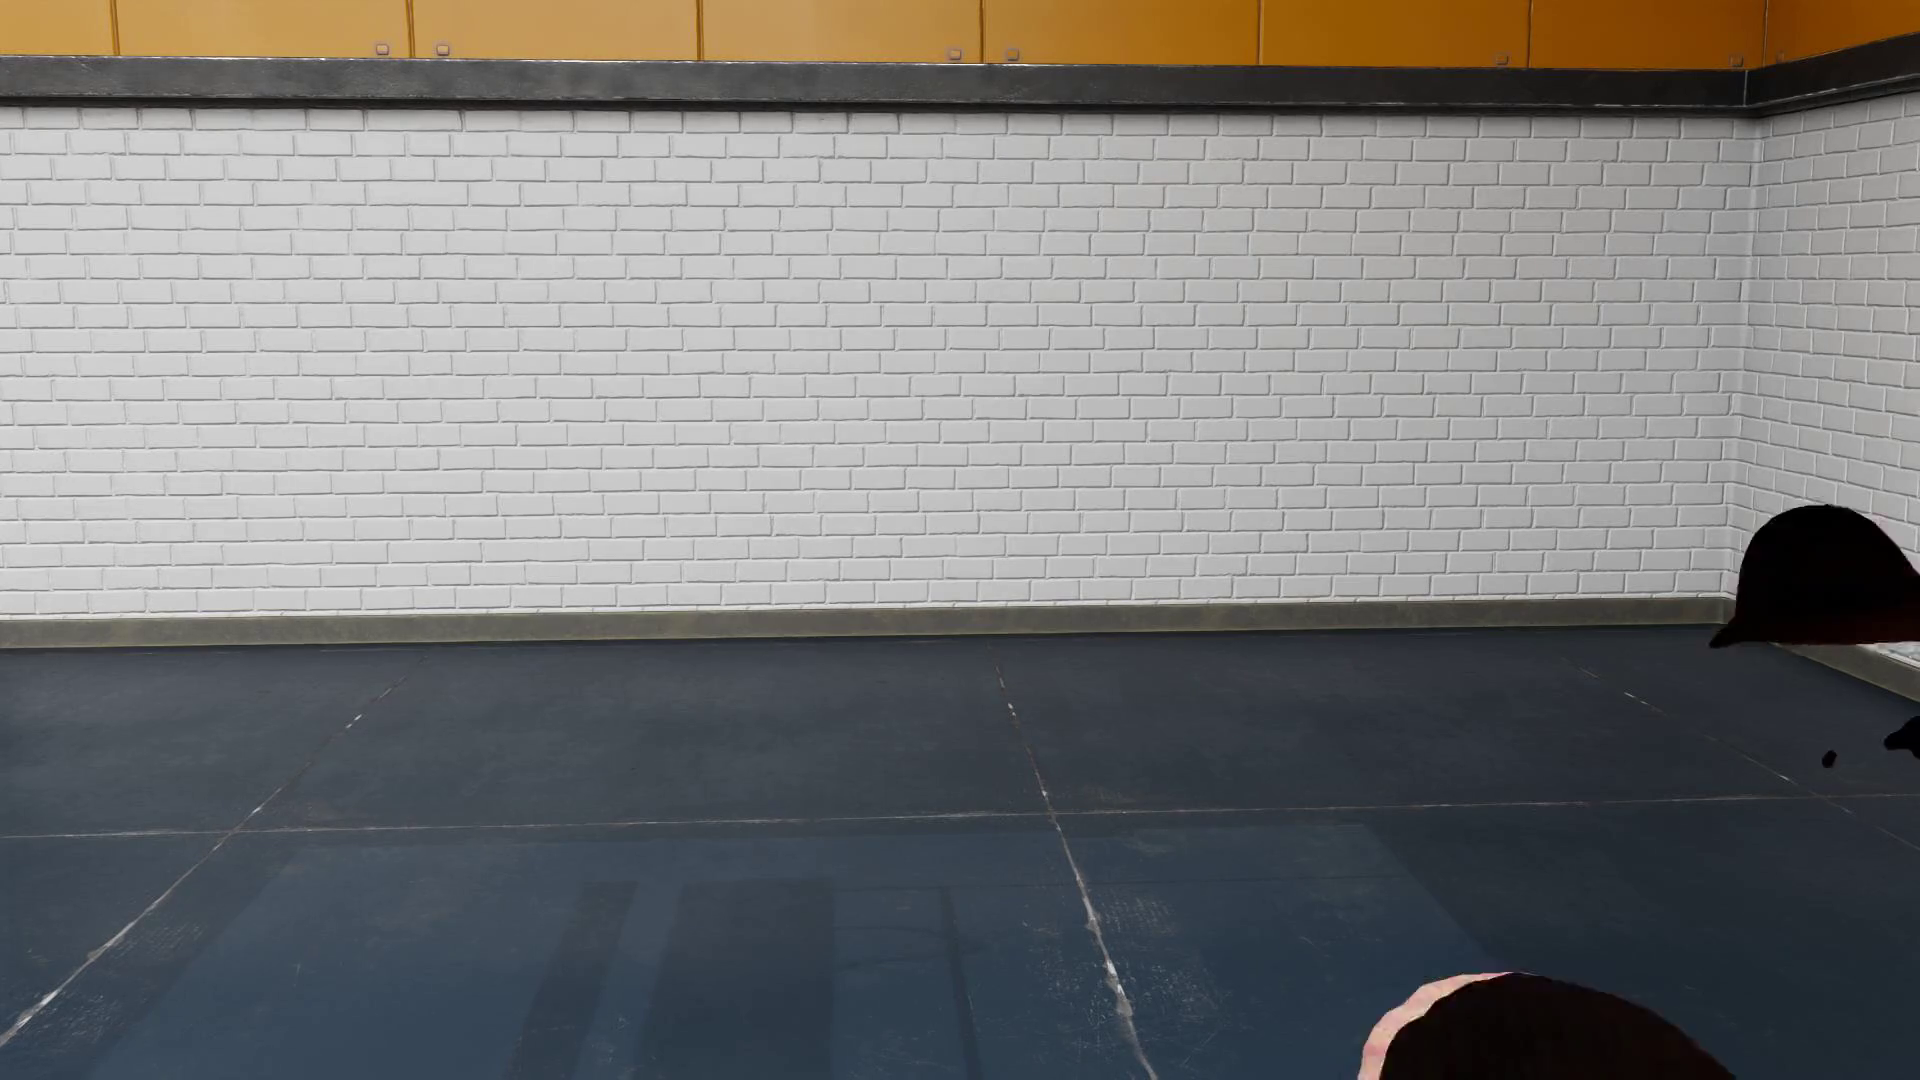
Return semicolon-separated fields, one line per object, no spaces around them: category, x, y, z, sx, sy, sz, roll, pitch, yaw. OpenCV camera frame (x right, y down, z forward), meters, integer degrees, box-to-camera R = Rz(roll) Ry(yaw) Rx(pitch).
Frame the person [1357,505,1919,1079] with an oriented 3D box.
person;0.505;0.886;0.990;0.642;1.973;0.426;7;12;39
